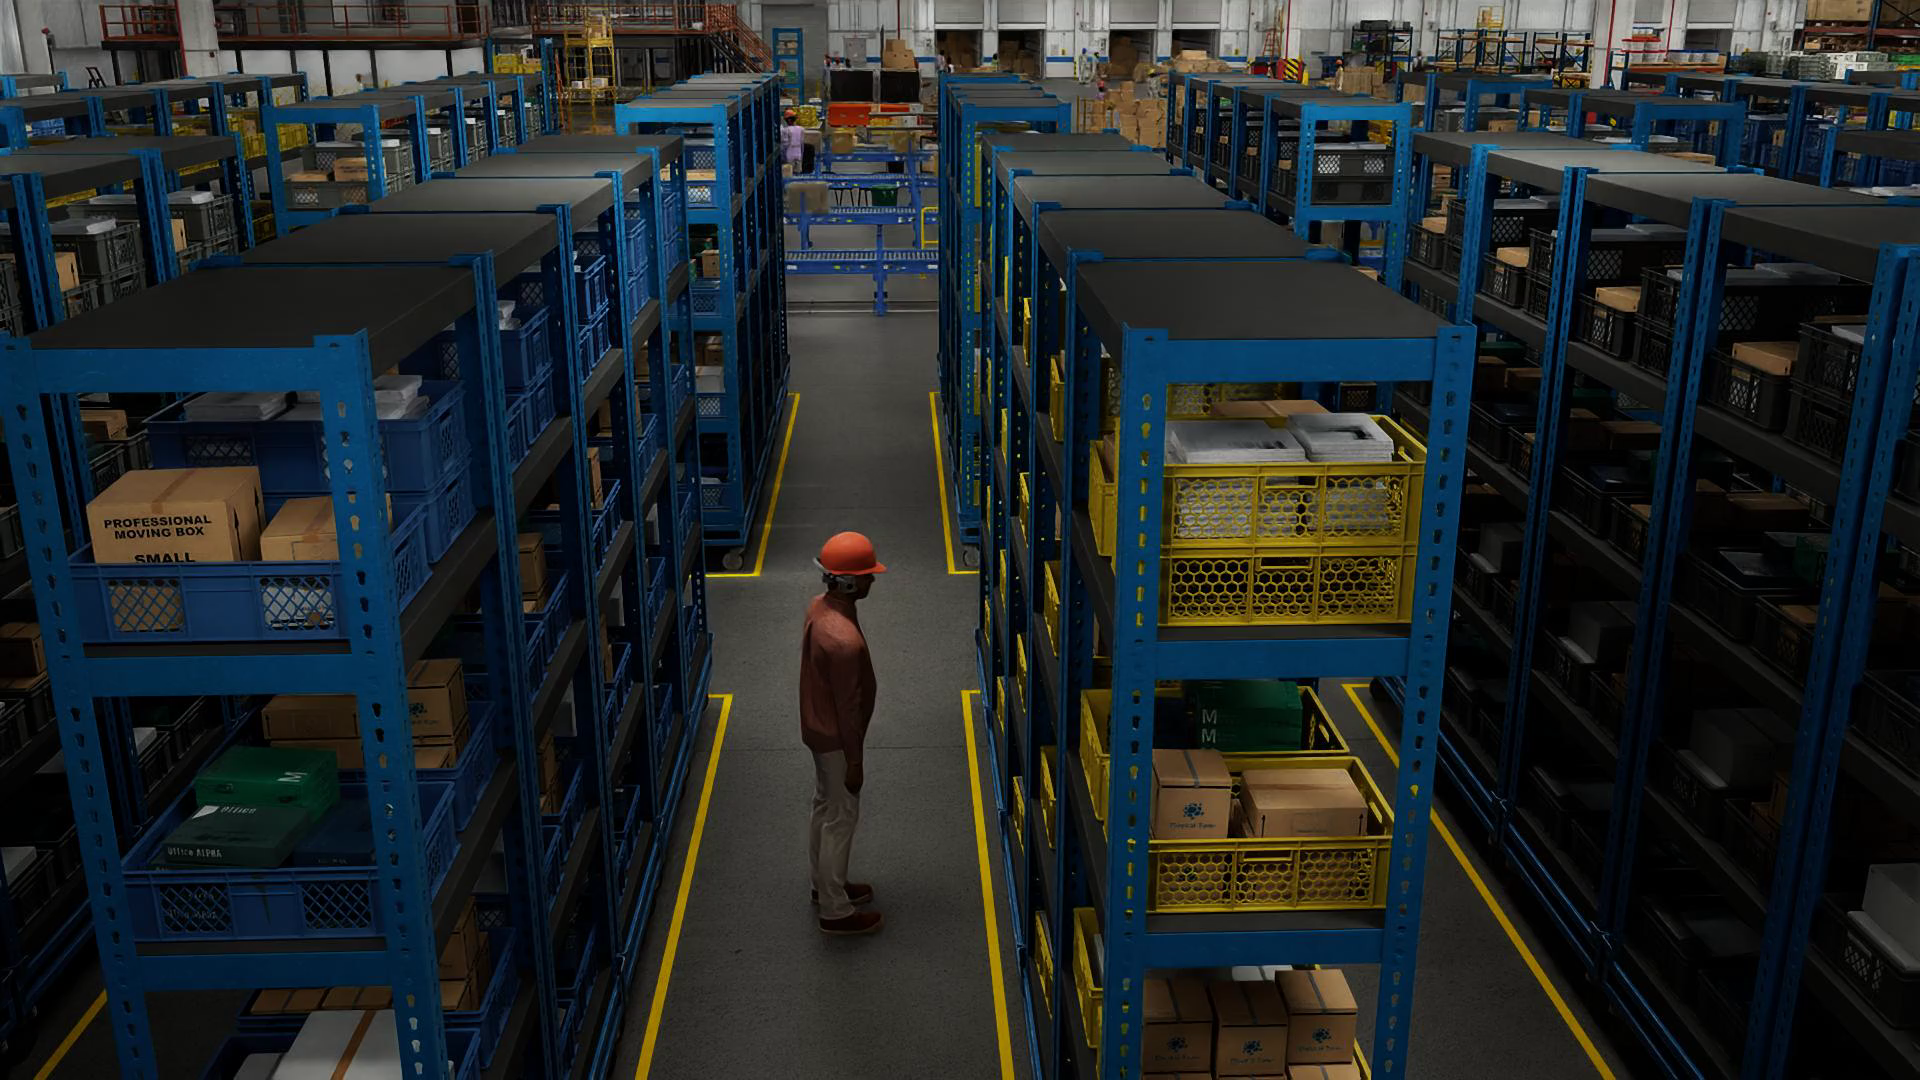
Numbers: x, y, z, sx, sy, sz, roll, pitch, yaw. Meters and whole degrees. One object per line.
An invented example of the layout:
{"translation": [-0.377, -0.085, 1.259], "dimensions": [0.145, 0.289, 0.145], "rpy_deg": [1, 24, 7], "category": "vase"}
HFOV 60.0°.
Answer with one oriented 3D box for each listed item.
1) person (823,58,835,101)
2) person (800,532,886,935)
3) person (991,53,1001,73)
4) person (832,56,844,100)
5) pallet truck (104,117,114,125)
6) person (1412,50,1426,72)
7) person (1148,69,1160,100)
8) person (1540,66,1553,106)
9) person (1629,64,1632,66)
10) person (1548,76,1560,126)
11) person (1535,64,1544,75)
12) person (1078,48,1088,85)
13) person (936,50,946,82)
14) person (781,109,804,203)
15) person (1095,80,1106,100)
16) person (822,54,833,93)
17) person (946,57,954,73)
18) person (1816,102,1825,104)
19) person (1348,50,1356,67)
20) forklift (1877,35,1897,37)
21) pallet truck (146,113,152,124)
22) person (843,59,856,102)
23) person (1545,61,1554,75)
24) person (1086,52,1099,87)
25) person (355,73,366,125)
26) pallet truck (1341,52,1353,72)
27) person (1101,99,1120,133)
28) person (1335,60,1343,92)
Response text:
{"translation": [-5.916, -20.815, 75.252], "dimensions": [0.554, 1.884, 0.993], "rpy_deg": [-4, 18, -12], "category": "person"}
{"translation": [-0.544, 0.914, 7.880], "dimensions": [0.411, 1.987, 0.607], "rpy_deg": [-5, 19, -16], "category": "person"}
{"translation": [1.793, -23.818, 84.632], "dimensions": [0.429, 1.844, 0.627], "rpy_deg": [-12, 21, -33], "category": "person"}
{"translation": [-5.554, -21.151, 76.179], "dimensions": [0.647, 1.960, 0.794], "rpy_deg": [-4, 18, -11], "category": "person"}
{"translation": [-18.367, -7.885, 35.078], "dimensions": [1.885, 1.965, 0.823], "rpy_deg": [1, 18, 2], "category": "pallet truck"}
{"translation": [23.274, -23.895, 84.552], "dimensions": [0.701, 2.000, 1.035], "rpy_deg": [-1, 18, -4], "category": "person"}
{"translation": [7.860, -18.193, 67.409], "dimensions": [0.501, 1.741, 0.317], "rpy_deg": [4, 18, 12], "category": "person"}
{"translation": [23.125, -17.760, 65.710], "dimensions": [0.725, 1.951, 0.627], "rpy_deg": [-5, 18, -14], "category": "person"}
{"translation": [32.166, -22.518, 80.452], "dimensions": [0.627, 1.941, 0.372], "rpy_deg": [-1, 18, -4], "category": "person"}
{"translation": [21.573, -15.938, 60.369], "dimensions": [0.312, 1.767, 0.533], "rpy_deg": [-7, 19, -21], "category": "person"}
{"translation": [24.097, -18.862, 69.275], "dimensions": [0.528, 1.857, 0.319], "rpy_deg": [-10, 20, -28], "category": "person"}
{"translation": [6.727, -25.863, 90.806], "dimensions": [0.602, 1.939, 0.397], "rpy_deg": [-14, 23, -37], "category": "person"}
{"translation": [-1.005, -26.140, 91.846], "dimensions": [0.432, 1.830, 0.627], "rpy_deg": [8, 20, 23], "category": "person"}
{"translation": [-3.736, -8.529, 36.998], "dimensions": [0.374, 2.043, 0.608], "rpy_deg": [16, 24, 41], "category": "person"}
{"translation": [4.576, -13.803, 53.507], "dimensions": [0.579, 1.923, 0.487], "rpy_deg": [15, 23, 39], "category": "person"}
{"translation": [-6.554, -23.104, 82.355], "dimensions": [0.583, 1.884, 0.350], "rpy_deg": [15, 23, 39], "category": "person"}
{"translation": [-0.442, -21.161, 76.306], "dimensions": [0.386, 1.912, 0.592], "rpy_deg": [3, 18, 10], "category": "person"}
{"translation": [21.962, -10.315, 42.708], "dimensions": [0.555, 1.934, 0.373], "rpy_deg": [6, 19, 18], "category": "person"}
{"translation": [20.830, -24.982, 88.168], "dimensions": [0.744, 1.883, 0.622], "rpy_deg": [16, 24, 41], "category": "person"}
{"translation": [44.184, -22.804, 79.830], "dimensions": [1.129, 2.768, 1.873], "rpy_deg": [-1, 18, -2], "category": "forklift"}
{"translation": [-18.087, -8.309, 36.390], "dimensions": [1.885, 1.965, 0.823], "rpy_deg": [-1, 18, -4], "category": "pallet truck"}
{"translation": [-4.973, -20.704, 74.905], "dimensions": [0.598, 1.901, 0.401], "rpy_deg": [4, 18, 13], "category": "person"}
{"translation": [25.411, -19.746, 71.962], "dimensions": [0.353, 1.884, 0.577], "rpy_deg": [17, 24, 42], "category": "person"}
{"translation": [7.132, -24.888, 88.007], "dimensions": [1.033, 1.805, 0.532], "rpy_deg": [-6, 19, -18], "category": "person"}
{"translation": [-21.855, -16.125, 60.835], "dimensions": [0.509, 1.836, 0.529], "rpy_deg": [2, 18, 8], "category": "person"}
{"translation": [18.794, -23.123, 82.231], "dimensions": [0.823, 1.965, 1.885], "rpy_deg": [-13, 22, -35], "category": "pallet truck"}
{"translation": [4.144, -11.185, 45.646], "dimensions": [0.596, 1.786, 0.922], "rpy_deg": [-12, 21, -32], "category": "person"}
{"translation": [16.427, -19.849, 72.214], "dimensions": [0.374, 1.927, 0.542], "rpy_deg": [2, 18, 7], "category": "person"}
